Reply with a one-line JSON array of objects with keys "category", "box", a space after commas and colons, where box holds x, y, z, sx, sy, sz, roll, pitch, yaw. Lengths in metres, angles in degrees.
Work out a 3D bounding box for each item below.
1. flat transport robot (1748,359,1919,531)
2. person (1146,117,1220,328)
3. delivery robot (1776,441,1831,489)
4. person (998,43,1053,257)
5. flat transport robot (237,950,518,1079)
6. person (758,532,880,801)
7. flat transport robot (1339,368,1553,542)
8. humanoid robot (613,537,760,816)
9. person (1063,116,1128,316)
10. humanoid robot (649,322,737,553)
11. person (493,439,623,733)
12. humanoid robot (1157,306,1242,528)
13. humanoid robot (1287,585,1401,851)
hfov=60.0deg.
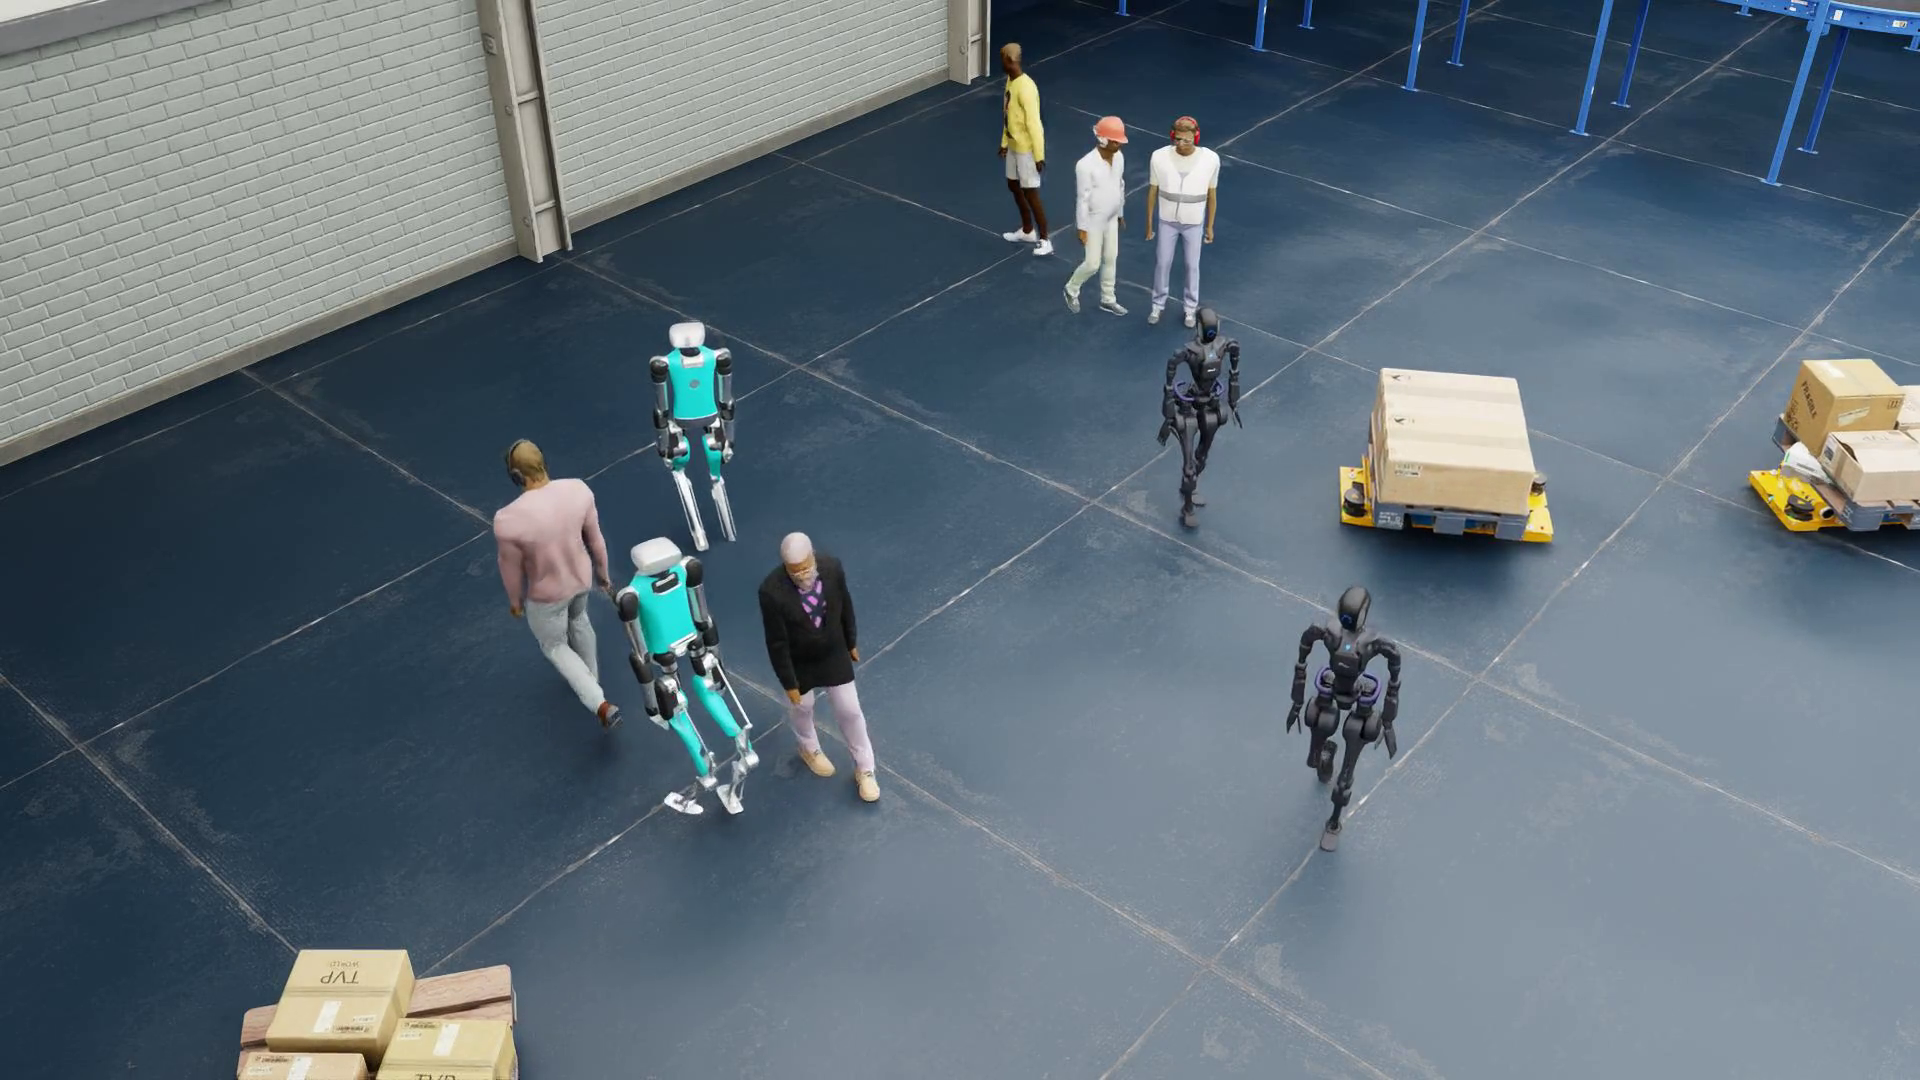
[{"category": "flat transport robot", "box": [6.481, -0.341, 11.867, 1.431, 0.231, 0.659, -2, 36, -3]}, {"category": "person", "box": [1.821, -2.632, 13.738, 0.565, 1.835, 0.406, 7, 36, 10]}, {"category": "delivery robot", "box": [6.219, -0.592, 11.965, 0.765, 0.585, 0.499, -29, 45, -34]}, {"category": "person", "box": [0.602, -3.488, 14.917, 0.390, 1.857, 0.752, -12, 37, -16]}, {"category": "flat transport robot", "box": [-2.620, 2.665, 7.646, 0.659, 0.231, 1.431, -8, 36, -11]}, {"category": "person", "box": [-0.776, 0.689, 9.093, 0.555, 1.811, 0.744, -16, 39, -22]}, {"category": "flat transport robot", "box": [3.436, -0.297, 11.805, 1.431, 0.231, 0.659, 5, 36, 8]}, {"category": "humanoid robot", "box": [-1.364, 0.868, 8.909, 0.854, 1.754, 0.536, 29, 45, 34]}, {"category": "person", "box": [1.184, -2.697, 13.904, 0.473, 1.742, 0.577, 27, 44, 33]}, {"category": "humanoid robot", "box": [-1.786, -0.712, 11.140, 0.539, 1.818, 0.663, -10, 37, -14]}, {"category": "person", "box": [-2.257, 0.295, 9.574, 0.774, 1.894, 0.639, 26, 43, 31]}, {"category": "humanoid robot", "box": [1.666, -0.882, 11.421, 0.614, 1.643, 0.502, -11, 37, -15]}, {"category": "humanoid robot", "box": [2.098, 0.871, 8.965, 0.603, 1.638, 0.658, 14, 38, 19]}]
